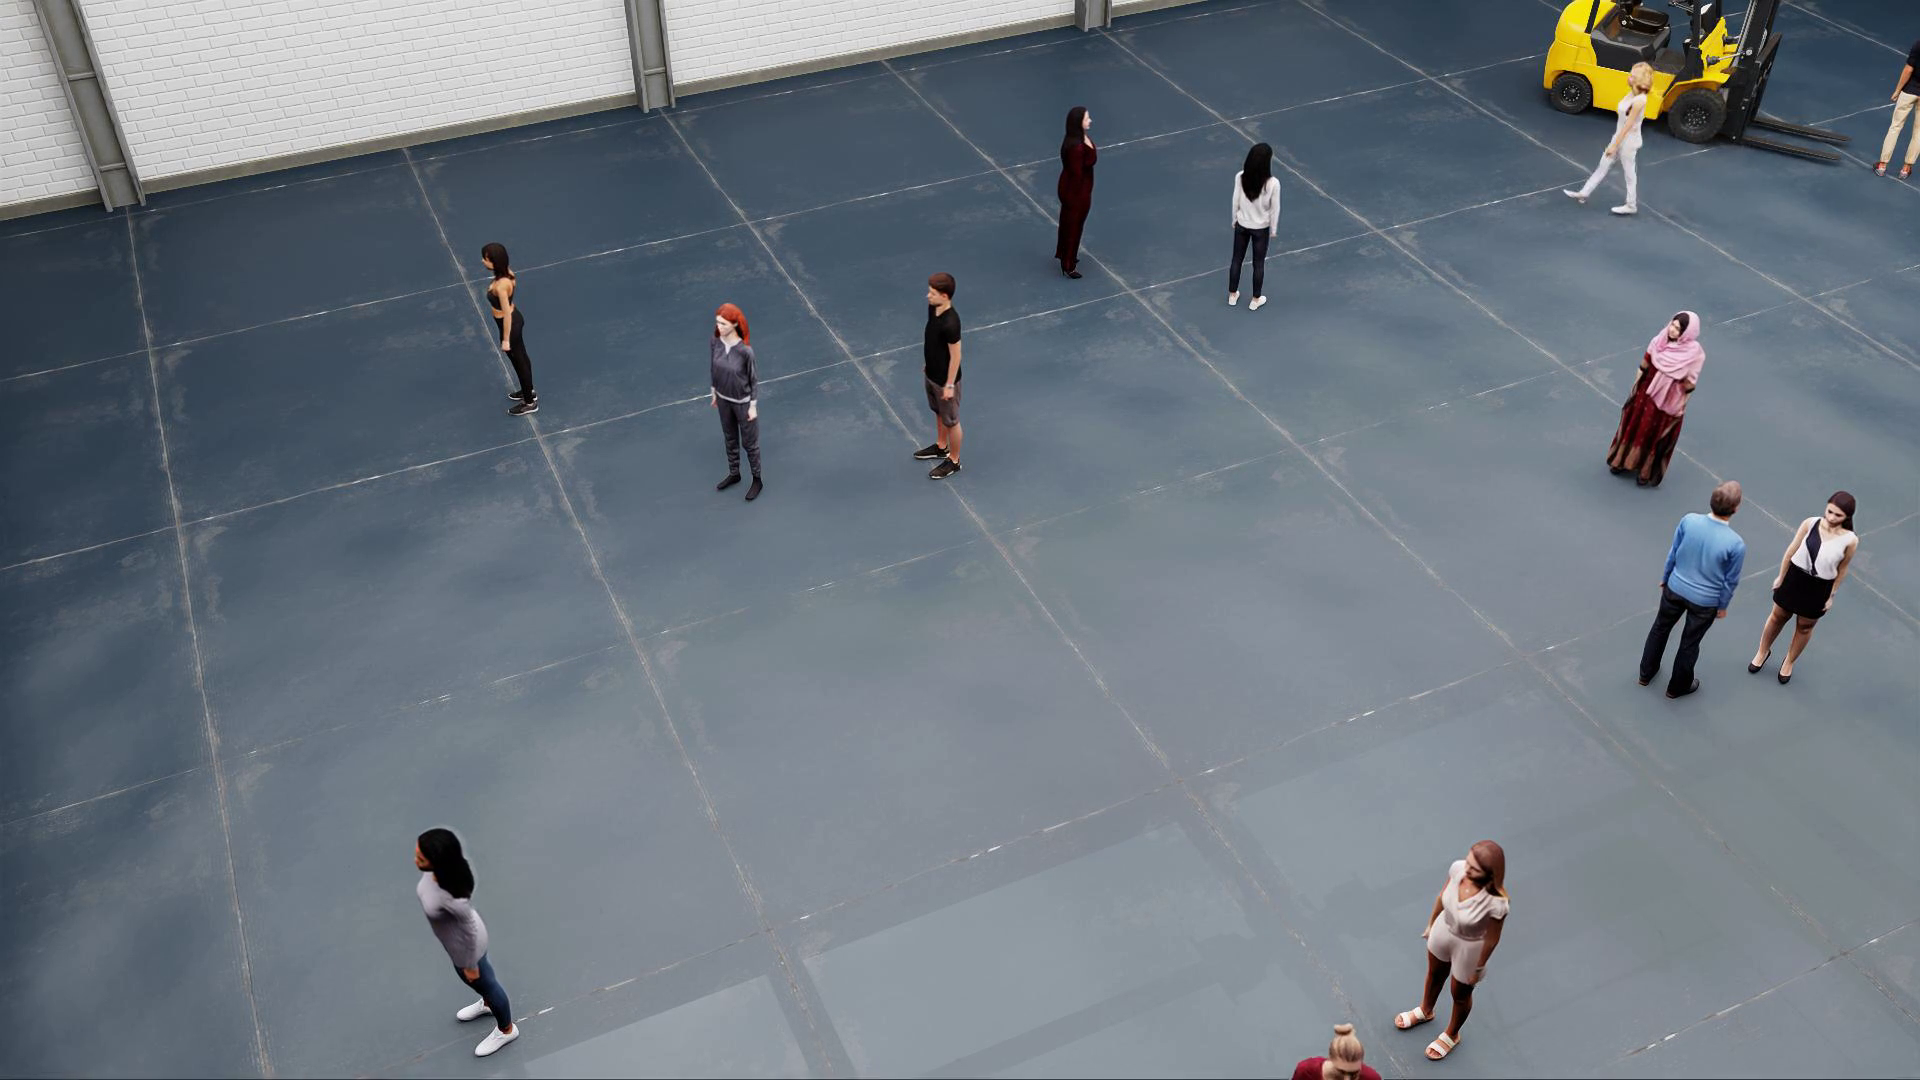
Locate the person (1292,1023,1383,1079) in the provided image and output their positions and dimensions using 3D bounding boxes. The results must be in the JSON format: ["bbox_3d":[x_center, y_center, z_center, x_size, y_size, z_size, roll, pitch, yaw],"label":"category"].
[{"bbox_3d":[1.856,2.983,8.461,0.871,1.686,0.895,2,39,3],"label":"person"}]

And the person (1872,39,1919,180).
[{"bbox_3d":[10.464,-4.859,18.142,0.706,1.858,0.746,16,41,19],"label":"person"}]

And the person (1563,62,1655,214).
[{"bbox_3d":[7.085,-4.166,17.457,1.089,1.630,0.945,6,39,7],"label":"person"}]

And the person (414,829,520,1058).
[{"bbox_3d":[-2.779,2.239,9.353,0.540,1.734,0.614,-20,43,-23],"label":"person"}]

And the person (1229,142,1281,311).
[{"bbox_3d":[2.807,-3.020,15.966,0.698,1.700,0.733,18,42,21],"label":"person"}]

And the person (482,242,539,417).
[{"bbox_3d":[-3.929,-1.864,14.564,0.571,1.644,0.602,-6,39,-7],"label":"person"}]

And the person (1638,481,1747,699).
[{"bbox_3d":[5.152,0.341,11.660,0.672,1.820,0.715,-29,47,-31],"label":"person"}]

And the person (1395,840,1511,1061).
[{"bbox_3d":[2.817,2.269,9.346,0.573,1.696,0.583,-20,43,-23],"label":"person"}]

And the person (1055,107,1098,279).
[{"bbox_3d":[1.125,-3.460,16.471,0.753,1.757,0.755,1,39,1],"label":"person"}]

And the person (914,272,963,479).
[{"bbox_3d":[-0.133,-1.388,13.793,0.566,1.862,0.680,-15,41,-18],"label":"person"}]

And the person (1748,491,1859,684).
[{"bbox_3d":[6.015,0.332,11.809,0.636,1.649,0.650,24,45,27],"label":"person"}]

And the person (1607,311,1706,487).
[{"bbox_3d":[5.793,-1.198,13.736,0.742,1.635,0.719,31,48,33],"label":"person"}]

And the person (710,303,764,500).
[{"bbox_3d":[-1.824,-1.141,13.549,0.651,1.780,0.679,19,42,22],"label":"person"}]
